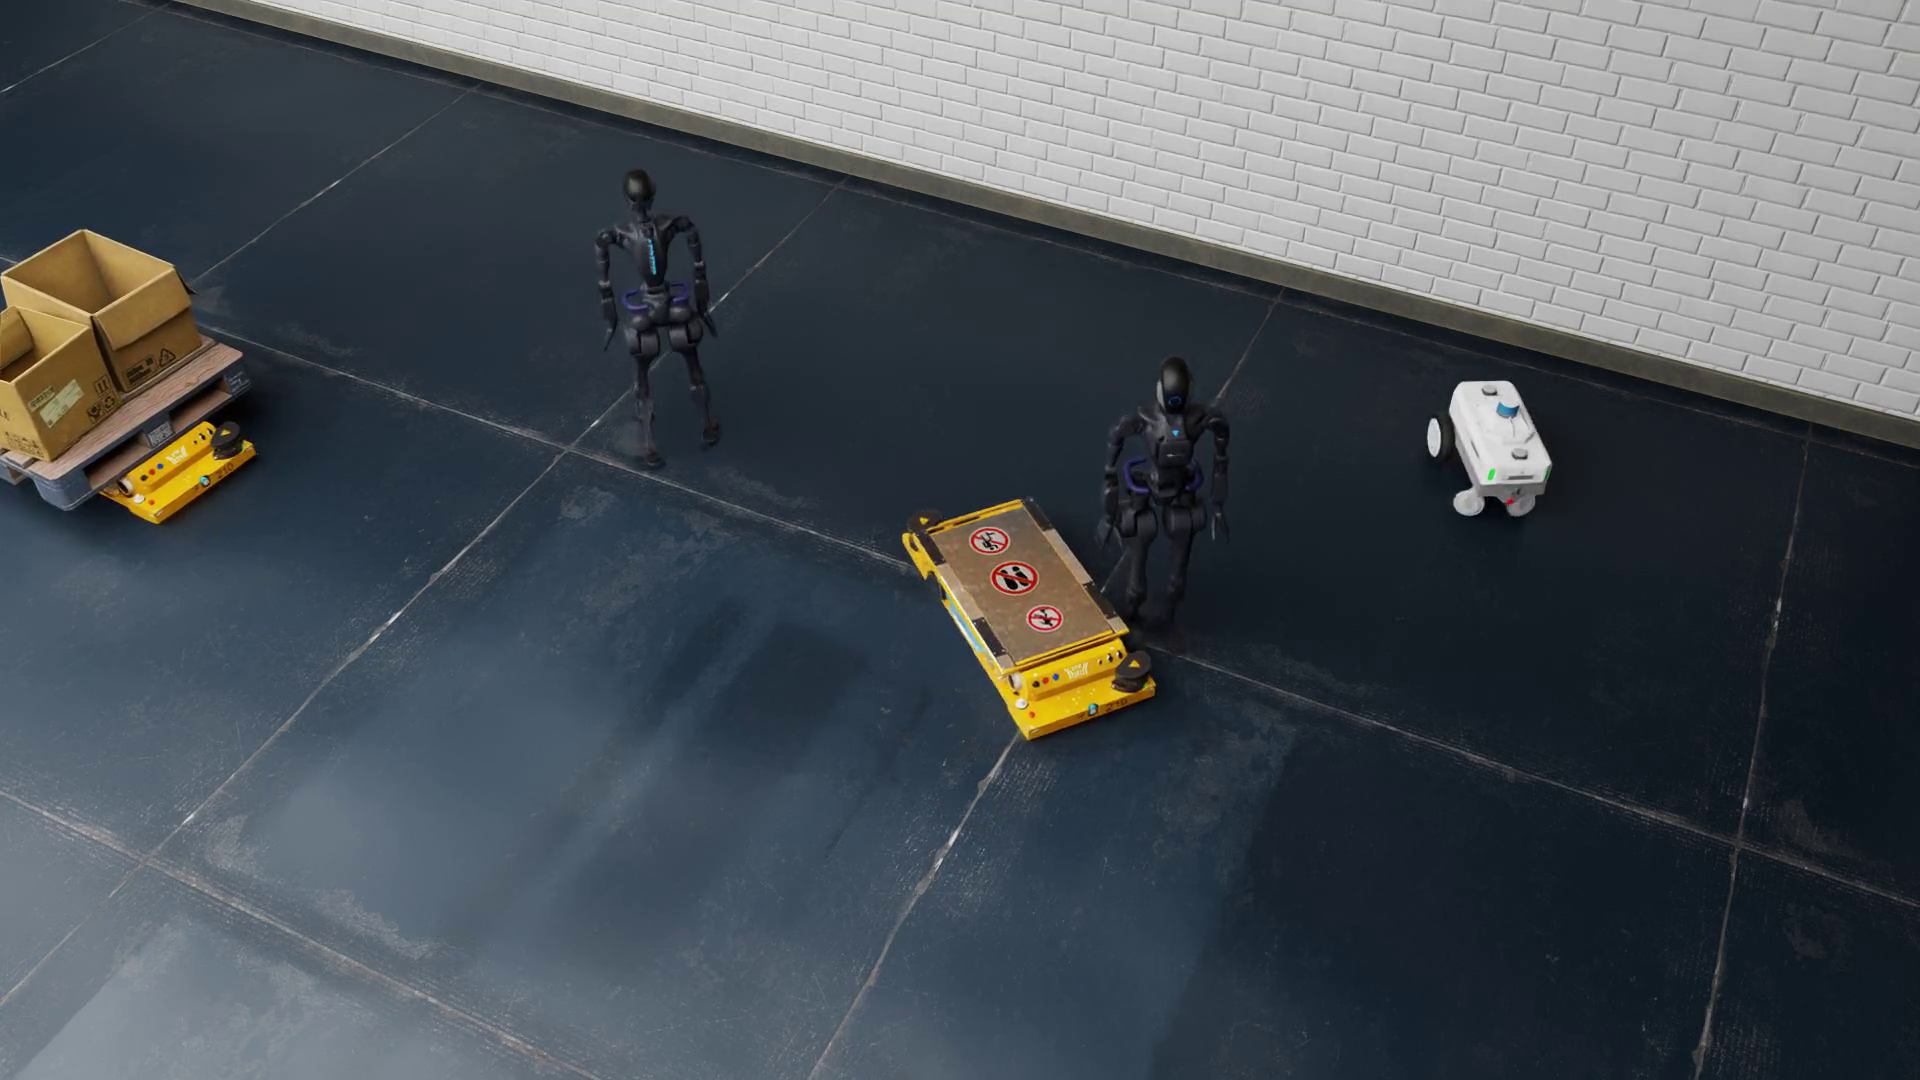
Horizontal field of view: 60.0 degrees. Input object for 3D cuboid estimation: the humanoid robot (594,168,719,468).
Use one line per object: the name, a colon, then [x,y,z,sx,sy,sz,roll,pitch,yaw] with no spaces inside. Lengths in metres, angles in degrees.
humanoid robot: [-1.522,-1.115,8.421,0.586,1.636,0.397,-15,45,-15]

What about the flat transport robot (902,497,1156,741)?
flat transport robot: [0.301,0.308,7.923,0.659,0.231,1.431,-17,46,-18]

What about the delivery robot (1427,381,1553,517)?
delivery robot: [2.750,-0.500,8.588,0.525,0.599,0.771,-2,43,-2]

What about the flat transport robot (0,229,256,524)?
flat transport robot: [-4.521,-0.572,8.872,1.431,0.231,0.659,22,47,22]

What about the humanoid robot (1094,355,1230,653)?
humanoid robot: [0.908,-0.146,7.378,0.608,1.650,0.310,-4,43,-5]
